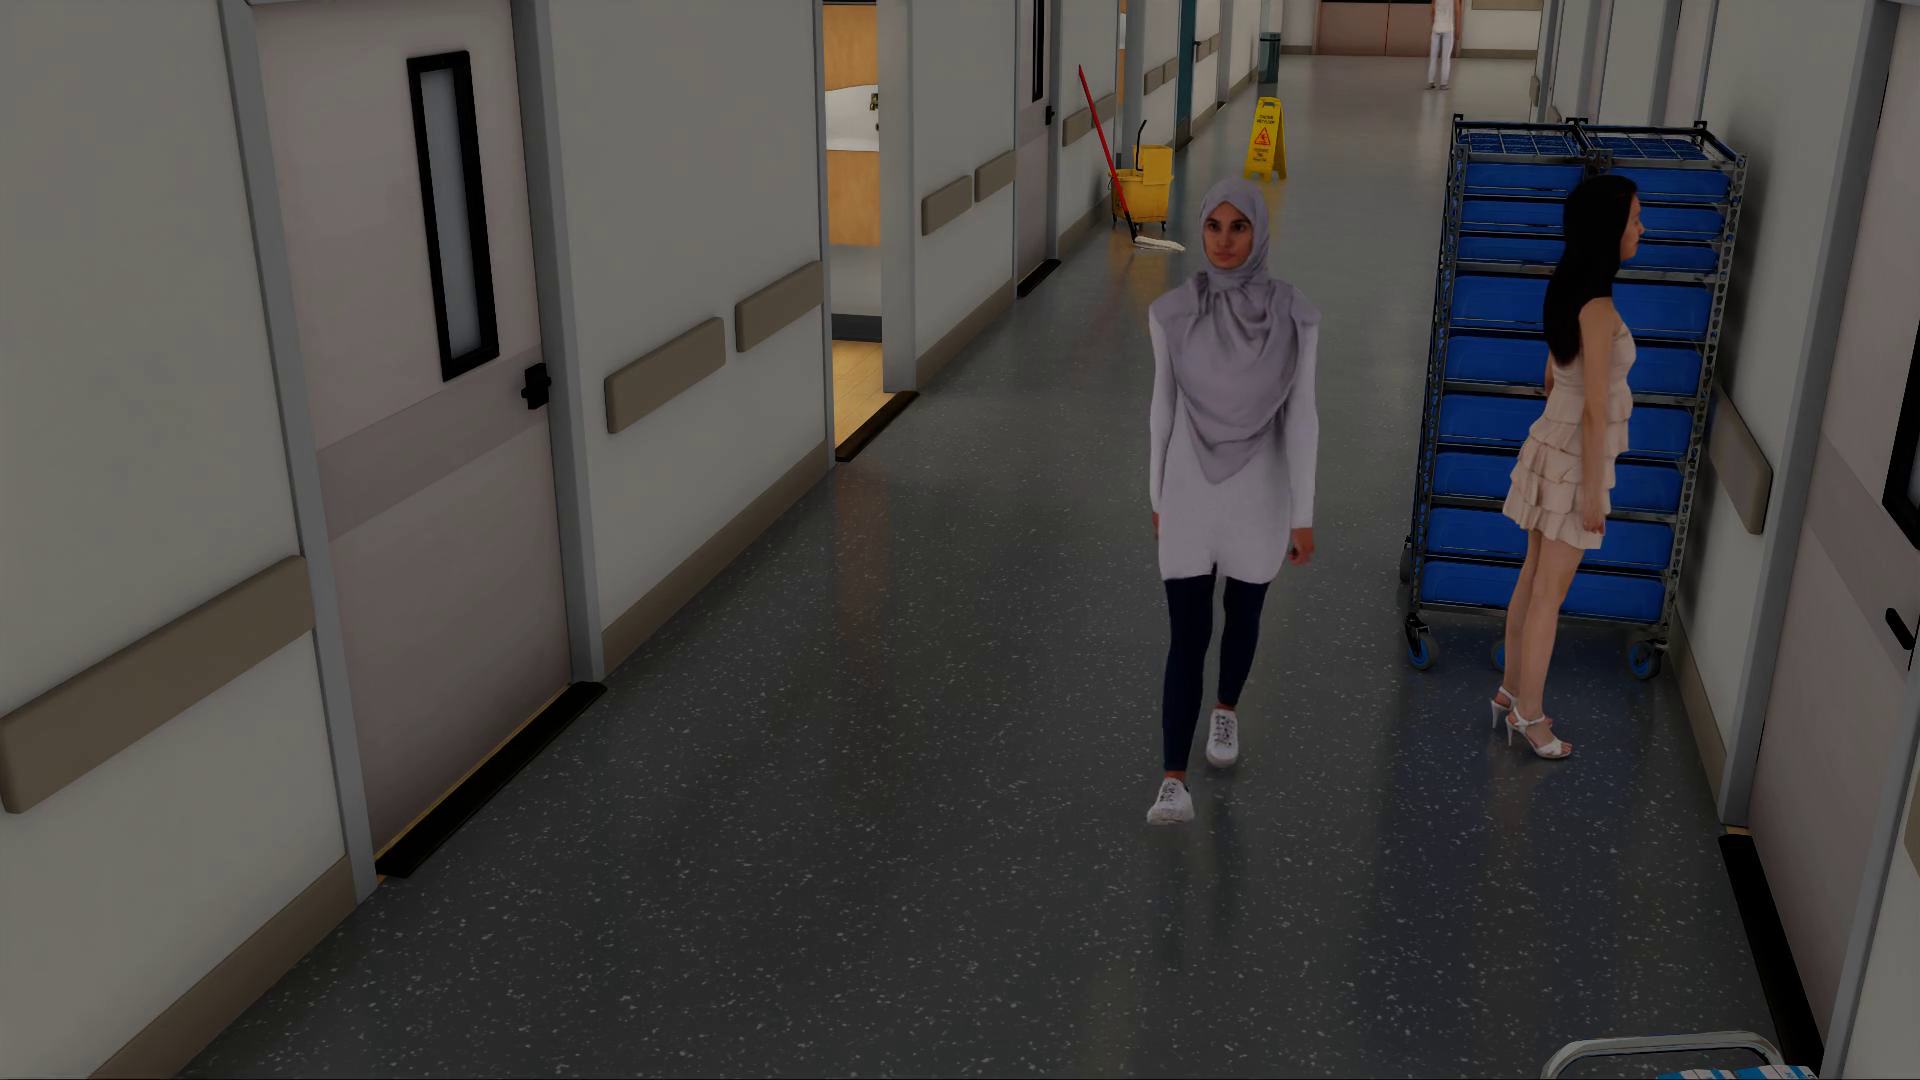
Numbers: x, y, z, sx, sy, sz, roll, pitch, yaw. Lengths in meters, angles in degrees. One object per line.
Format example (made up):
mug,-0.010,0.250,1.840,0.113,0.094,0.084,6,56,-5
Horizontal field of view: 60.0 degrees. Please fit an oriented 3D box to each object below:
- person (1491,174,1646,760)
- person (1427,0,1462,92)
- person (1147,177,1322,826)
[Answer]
person,1.769,-0.197,4.887,0.663,1.735,0.515,2,21,5
person,6.867,-7.264,23.636,0.686,1.670,0.680,16,26,37
person,0.768,-0.116,4.666,0.634,1.739,1.057,5,21,13
